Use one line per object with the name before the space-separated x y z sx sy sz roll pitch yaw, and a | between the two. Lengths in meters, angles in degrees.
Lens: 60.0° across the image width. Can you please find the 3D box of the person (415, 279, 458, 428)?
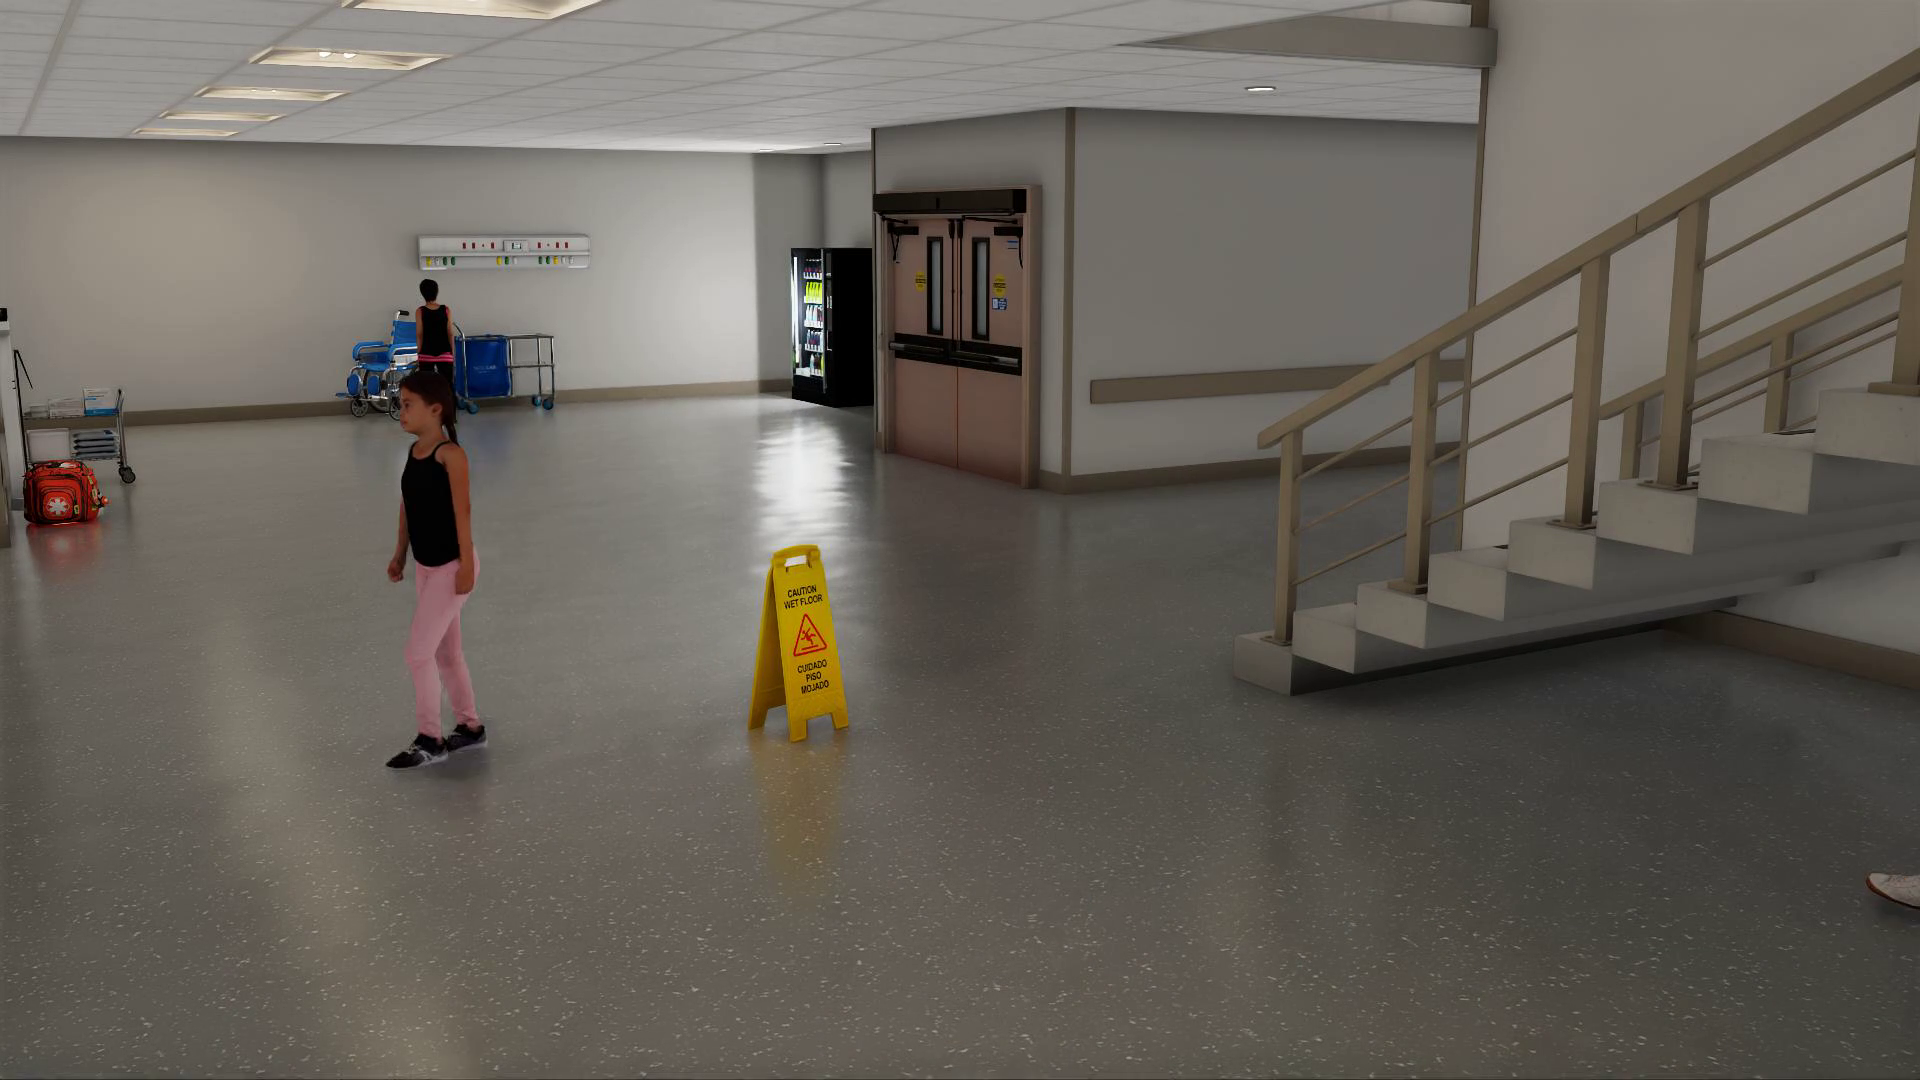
person | -5.517 -1.962 17.479 0.532 1.550 0.491 -7 13 -31

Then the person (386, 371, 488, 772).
person | -1.984 0.113 6.556 0.683 1.546 0.697 -10 15 -43
